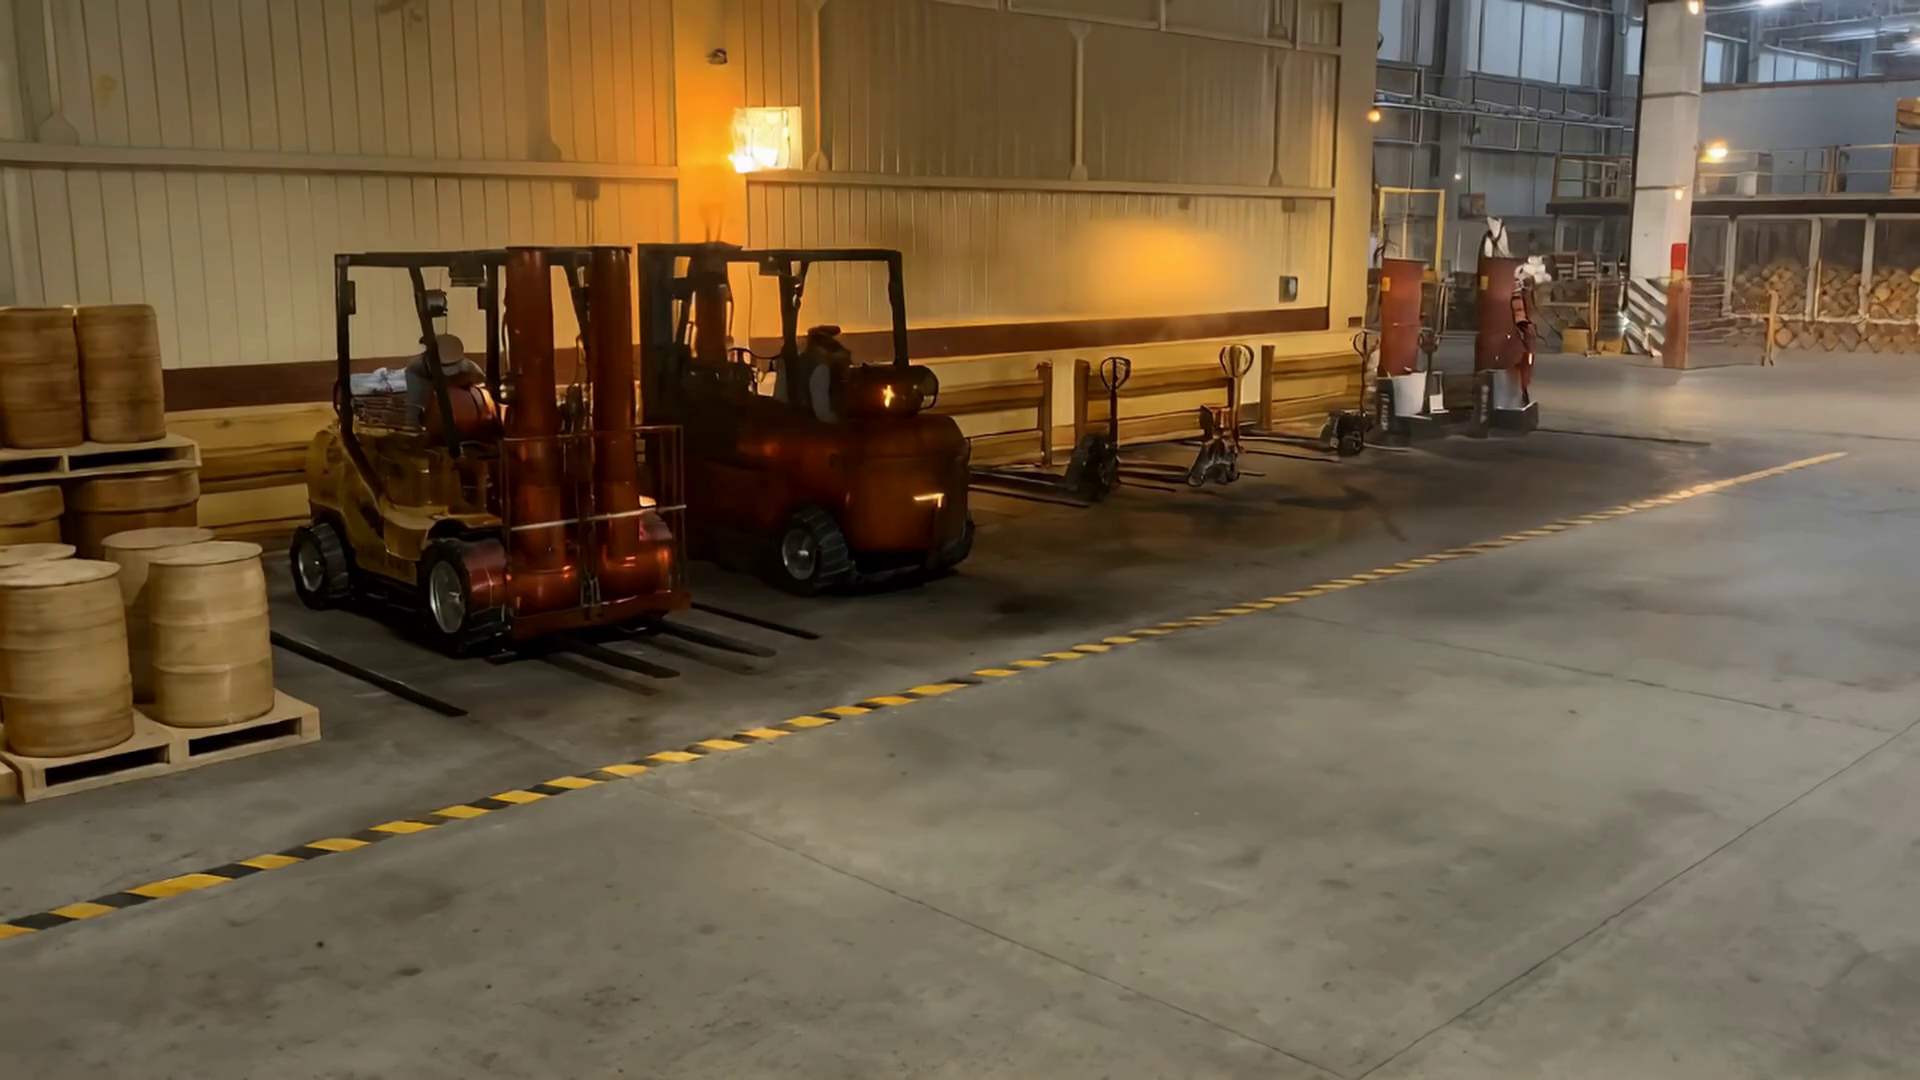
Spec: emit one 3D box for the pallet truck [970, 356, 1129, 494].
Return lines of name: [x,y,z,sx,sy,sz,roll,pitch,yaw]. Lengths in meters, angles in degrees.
pallet truck: [0.784,-1.085,14.876,0.680,1.201,1.601,-10,14,-44]

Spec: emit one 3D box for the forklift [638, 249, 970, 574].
forklift: [-1.173,-0.958,11.239,2.680,1.987,1.157,10,14,43]

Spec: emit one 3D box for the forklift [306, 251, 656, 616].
forklift: [-2.833,-0.669,9.694,1.157,1.987,2.680,-10,14,-44]

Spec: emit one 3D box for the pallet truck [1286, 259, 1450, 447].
pallet truck: [4.493,-2.078,18.196,0.823,1.965,1.885,-9,14,-40]

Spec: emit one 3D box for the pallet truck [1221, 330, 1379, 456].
pallet truck: [3.563,-1.581,17.381,0.653,1.274,1.630,-10,14,-44]

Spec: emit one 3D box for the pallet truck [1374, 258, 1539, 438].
pallet truck: [5.704,-2.208,18.901,1.885,1.965,0.823,10,14,43]

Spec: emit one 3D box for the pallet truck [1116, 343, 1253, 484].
pallet truck: [1.962,-1.215,15.415,1.522,1.261,0.704,10,14,43]
